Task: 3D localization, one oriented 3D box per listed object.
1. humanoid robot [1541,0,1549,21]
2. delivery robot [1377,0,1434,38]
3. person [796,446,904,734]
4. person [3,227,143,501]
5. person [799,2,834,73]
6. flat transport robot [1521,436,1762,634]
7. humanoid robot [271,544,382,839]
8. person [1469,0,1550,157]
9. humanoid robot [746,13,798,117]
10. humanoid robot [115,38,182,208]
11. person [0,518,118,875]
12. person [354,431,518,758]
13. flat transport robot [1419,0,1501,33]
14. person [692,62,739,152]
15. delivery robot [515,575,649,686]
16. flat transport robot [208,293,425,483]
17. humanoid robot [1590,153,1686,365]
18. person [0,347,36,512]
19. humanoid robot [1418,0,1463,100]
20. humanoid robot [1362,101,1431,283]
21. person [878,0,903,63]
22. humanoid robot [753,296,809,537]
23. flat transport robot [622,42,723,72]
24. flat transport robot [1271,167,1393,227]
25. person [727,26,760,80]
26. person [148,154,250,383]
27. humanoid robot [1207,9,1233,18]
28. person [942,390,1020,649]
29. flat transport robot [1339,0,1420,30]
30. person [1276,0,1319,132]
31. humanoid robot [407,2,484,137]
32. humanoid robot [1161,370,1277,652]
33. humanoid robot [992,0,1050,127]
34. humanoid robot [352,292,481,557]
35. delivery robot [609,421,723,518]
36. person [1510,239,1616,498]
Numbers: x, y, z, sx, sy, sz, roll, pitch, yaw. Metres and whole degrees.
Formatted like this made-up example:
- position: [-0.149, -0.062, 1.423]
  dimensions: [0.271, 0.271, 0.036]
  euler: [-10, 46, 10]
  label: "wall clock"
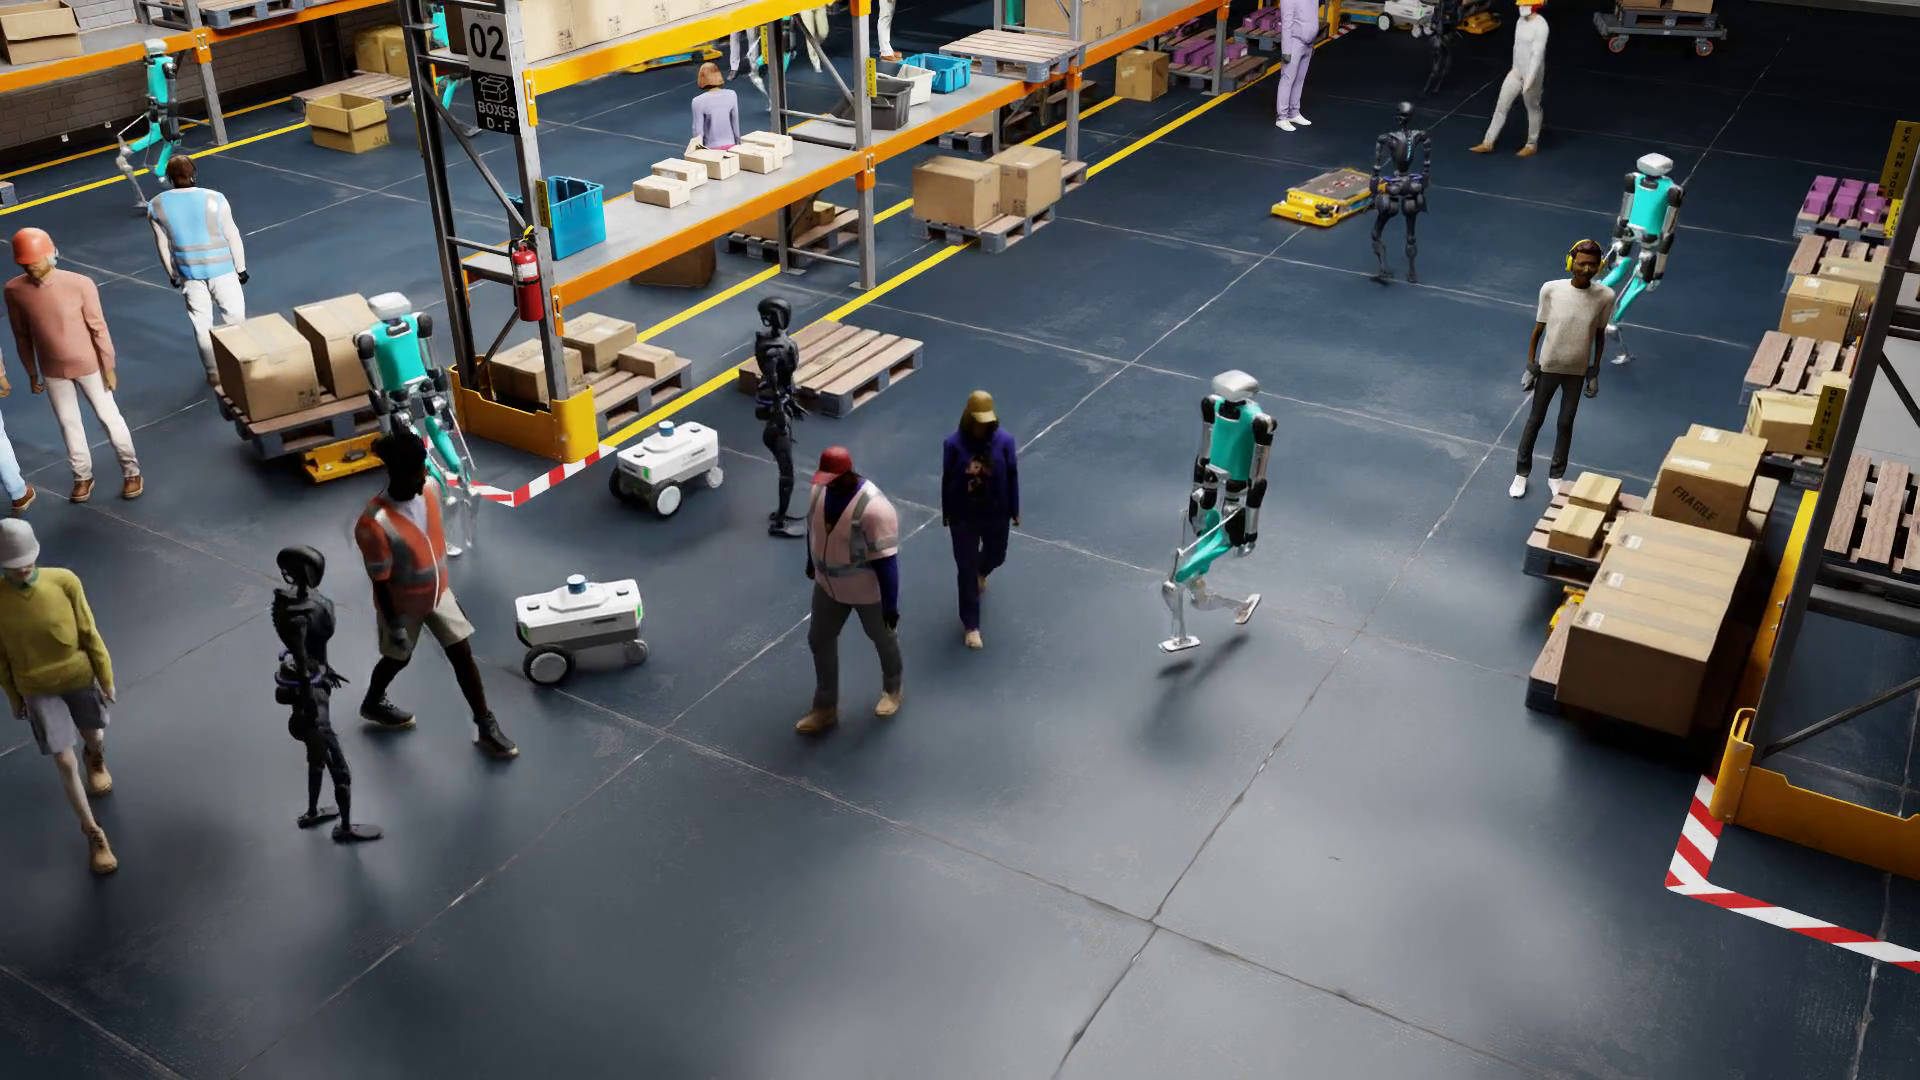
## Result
- position: [8.244, -7.920, 23.516]
  dimensions: [0.606, 1.646, 0.317]
  euler: [20, 35, 32]
  label: "humanoid robot"
- position: [6.501, -7.643, 24.155]
  dimensions: [0.499, 0.578, 0.764]
  euler: [-22, 36, -34]
  label: "delivery robot"
- position: [-0.624, 0.271, 8.997]
  dimensions: [0.735, 1.709, 0.794]
  euler: [20, 35, 31]
  label: "person"
- position: [-6.039, -1.174, 11.282]
  dimensions: [0.614, 1.984, 0.420]
  euler: [-4, 30, -7]
  label: "person"
- position: [-1.969, -7.102, 22.016]
  dimensions: [0.579, 1.726, 0.500]
  euler: [-8, 30, -14]
  label: "person"
- position: [4.207, 0.288, 10.432]
  dimensions: [0.659, 0.231, 1.431]
  euler: [16, 33, 27]
  label: "flat transport robot"
- position: [-3.197, 0.757, 8.194]
  dimensions: [0.393, 1.644, 0.616]
  euler: [-7, 30, -12]
  label: "humanoid robot"
- position: [6.203, -5.150, 18.440]
  dimensions: [0.895, 1.849, 0.598]
  euler: [-12, 32, -20]
  label: "person"
- position: [-2.283, -5.885, 19.953]
  dimensions: [0.745, 1.878, 0.545]
  euler: [-25, 38, -36]
  label: "humanoid robot"
- position: [-8.199, -4.112, 16.780]
  dimensions: [0.543, 1.747, 1.047]
  euler: [24, 37, 36]
  label: "humanoid robot"
- position: [-4.444, 0.658, 8.181]
  dimensions: [0.486, 1.850, 0.911]
  euler: [-18, 34, -28]
  label: "person"
- position: [-2.901, 0.268, 8.801]
  dimensions: [0.987, 1.917, 0.598]
  euler: [15, 33, 25]
  label: "person"
- position: [7.207, -7.736, 24.627]
  dimensions: [1.431, 0.231, 0.659]
  euler: [23, 37, 34]
  label: "flat transport robot"
- position: [-2.403, -3.890, 16.443]
  dimensions: [0.500, 1.628, 0.287]
  euler: [-19, 34, -29]
  label: "person"
- position: [-2.250, 0.488, 9.786]
  dimensions: [0.771, 0.592, 0.499]
  euler: [-9, 31, -16]
  label: "delivery robot"
- position: [-4.738, -0.836, 12.420]
  dimensions: [0.659, 0.231, 1.431]
  euler: [-21, 35, -32]
  label: "flat transport robot"
- position: [5.190, -2.146, 13.261]
  dimensions: [0.964, 1.770, 0.532]
  euler: [-16, 33, -27]
  label: "humanoid robot"
- position: [-6.692, -1.073, 11.085]
  dimensions: [0.621, 1.996, 0.372]
  euler: [-13, 32, -22]
  label: "person"
- position: [6.023, -6.330, 20.711]
  dimensions: [0.369, 1.634, 0.591]
  euler: [19, 35, 30]
  label: "humanoid robot"
- position: [3.974, -3.134, 15.052]
  dimensions: [0.597, 1.637, 0.361]
  euler: [-6, 30, -11]
  label: "humanoid robot"
- position: [-0.970, -7.445, 22.418]
  dimensions: [0.373, 1.940, 0.628]
  euler: [-1, 30, -2]
  label: "person"
- position: [-1.178, -0.827, 10.969]
  dimensions: [0.325, 1.651, 0.588]
  euler: [0, 29, 0]
  label: "humanoid robot"
- position: [-4.017, -6.615, 22.643]
  dimensions: [1.431, 0.231, 0.659]
  euler: [-22, 36, -34]
  label: "flat transport robot"
- position: [3.902, -3.567, 17.251]
  dimensions: [0.659, 0.231, 1.431]
  euler: [24, 37, 36]
  label: "flat transport robot"
- position: [-2.827, -6.954, 21.543]
  dimensions: [0.488, 1.946, 0.431]
  euler: [3, 30, 5]
  label: "person"
- position: [-5.938, -2.128, 13.114]
  dimensions: [0.618, 1.839, 0.430]
  euler: [-5, 30, -10]
  label: "person"
- position: [3.902, -8.645, 24.808]
  dimensions: [0.374, 1.647, 0.590]
  euler: [-20, 35, -31]
  label: "humanoid robot"
- position: [0.116, -0.207, 9.946]
  dimensions: [0.462, 1.598, 0.714]
  euler: [-3, 30, -5]
  label: "person"
- position: [6.159, -7.824, 24.782]
  dimensions: [1.431, 0.231, 0.659]
  euler: [16, 33, 27]
  label: "flat transport robot"
- position: [3.988, -5.800, 19.541]
  dimensions: [0.411, 1.908, 0.640]
  euler: [23, 36, 34]
  label: "person"
- position: [-5.964, -5.316, 18.903]
  dimensions: [0.548, 1.758, 1.048]
  euler: [21, 35, 32]
  label: "humanoid robot"
- position: [1.397, -0.092, 9.615]
  dimensions: [1.041, 1.718, 0.573]
  euler: [-19, 35, -30]
  label: "humanoid robot"
- position: [0.813, -5.697, 19.538]
  dimensions: [0.818, 1.786, 0.578]
  euler: [23, 37, 35]
  label: "humanoid robot"
- position: [-3.377, -0.653, 10.659]
  dimensions: [0.755, 1.826, 0.545]
  euler: [23, 37, 35]
  label: "humanoid robot"
- position: [-2.028, -0.544, 11.598]
  dimensions: [0.499, 0.580, 0.769]
  euler: [23, 36, 34]
  label: "delivery robot"
- position: [4.111, -1.151, 11.347]
  dimensions: [0.507, 1.876, 0.329]
  euler: [5, 30, 10]
  label: "person"
